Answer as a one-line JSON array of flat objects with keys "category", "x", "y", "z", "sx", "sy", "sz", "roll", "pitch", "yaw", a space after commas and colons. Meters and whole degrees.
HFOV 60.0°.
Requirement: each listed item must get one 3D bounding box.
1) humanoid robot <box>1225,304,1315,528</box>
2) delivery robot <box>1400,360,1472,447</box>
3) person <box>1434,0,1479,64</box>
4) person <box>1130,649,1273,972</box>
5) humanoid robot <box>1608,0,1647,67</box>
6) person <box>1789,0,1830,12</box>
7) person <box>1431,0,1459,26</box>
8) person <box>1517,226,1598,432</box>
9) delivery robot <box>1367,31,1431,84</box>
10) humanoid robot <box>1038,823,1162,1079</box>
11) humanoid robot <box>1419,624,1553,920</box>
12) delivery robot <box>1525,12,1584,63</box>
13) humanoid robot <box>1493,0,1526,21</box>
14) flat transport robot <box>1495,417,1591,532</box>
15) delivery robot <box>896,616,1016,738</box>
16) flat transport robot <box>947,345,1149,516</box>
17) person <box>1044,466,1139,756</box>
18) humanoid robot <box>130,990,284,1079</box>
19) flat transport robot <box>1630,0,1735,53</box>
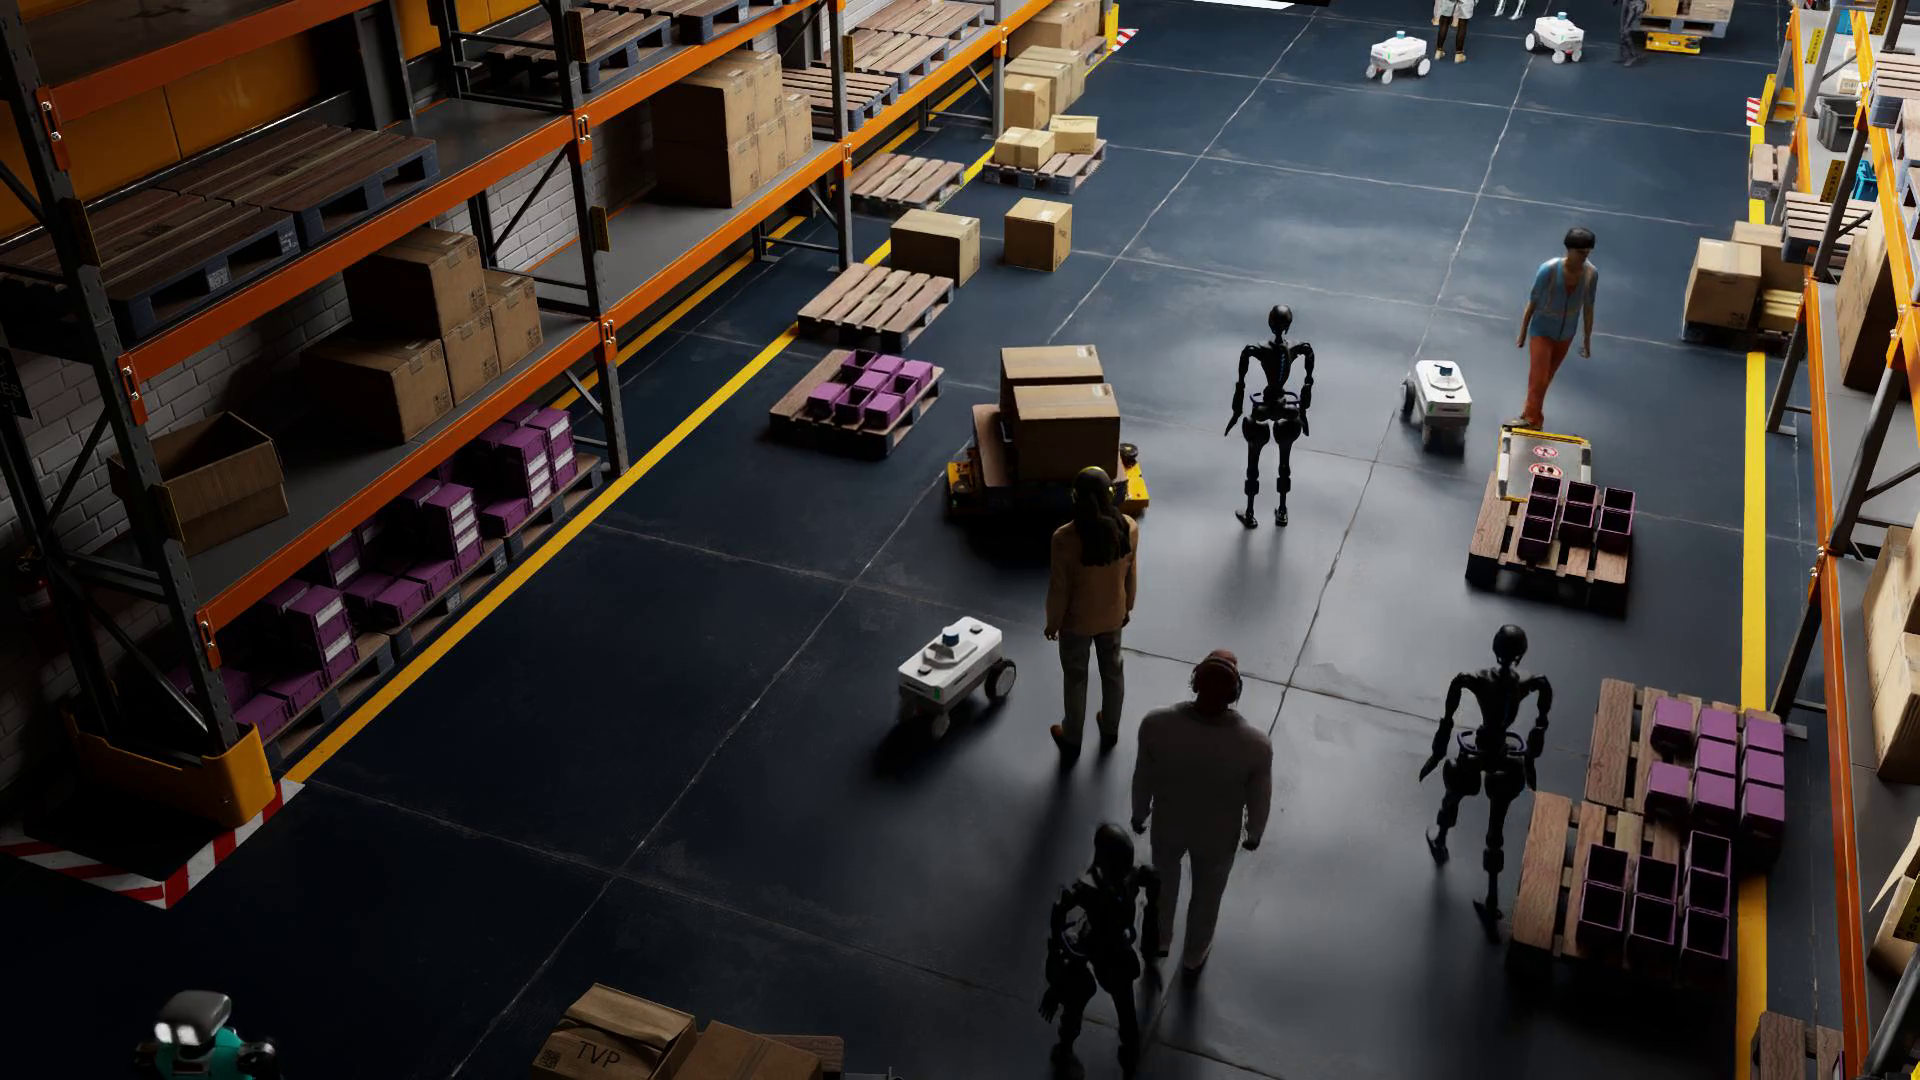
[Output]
[{"category": "humanoid robot", "x": 2.168, "y": -0.869, "z": 11.626, "sx": 0.599, "sy": 1.657, "sz": 0.315, "roll": -2, "pitch": 33, "yaw": -4}, {"category": "delivery robot", "x": 3.775, "y": -1.114, "z": 13.070, "sx": 0.499, "sy": 0.614, "sz": 0.815, "roll": 2, "pitch": 33, "yaw": 3}, {"category": "person", "x": 6.288, "y": -6.862, "z": 20.900, "sx": 0.533, "sy": 1.691, "sz": 0.319, "roll": 21, "pitch": 38, "yaw": 29}, {"category": "person", "x": 1.163, "y": 1.324, "z": 8.047, "sx": 0.665, "sy": 1.892, "sz": 0.431, "roll": 9, "pitch": 34, "yaw": 14}, {"category": "humanoid robot", "x": 8.407, "y": -6.784, "z": 20.784, "sx": 0.320, "sy": 1.649, "sz": 0.603, "roll": -7, "pitch": 34, "yaw": -11}, {"category": "person", "x": 11.899, "y": -8.147, "z": 22.802, "sx": 0.507, "sy": 1.798, "sz": 0.986, "roll": 0, "pitch": 33, "yaw": -1}, {"category": "person", "x": 6.626, "y": -7.800, "z": 22.279, "sx": 0.468, "sy": 1.772, "sz": 0.321, "roll": 10, "pitch": 34, "yaw": 14}, {"category": "person", "x": 4.542, "y": -1.510, "z": 12.567, "sx": 0.500, "sy": 1.736, "sz": 0.762, "roll": -3, "pitch": 33, "yaw": -4}, {"category": "delivery robot", "x": 5.438, "y": -5.997, "z": 20.616, "sx": 0.801, "sy": 0.602, "sz": 0.499, "roll": -20, "pitch": 38, "yaw": -28}, {"category": "humanoid robot", "x": 0.632, "y": 1.909, "z": 7.355, "sx": 0.585, "sy": 1.632, "sz": 0.677, "roll": -14, "pitch": 35, "yaw": -21}, {"category": "humanoid robot", "x": 2.708, "y": 1.154, "z": 8.555, "sx": 0.596, "sy": 1.636, "sz": 0.774, "roll": 1, "pitch": 33, "yaw": 1}, {"category": "delivery robot", "x": 7.656, "y": -6.457, "z": 21.339, "sx": 0.504, "sy": 0.614, "sz": 0.785, "roll": -7, "pitch": 34, "yaw": -11}, {"category": "humanoid robot", "x": 7.584, "y": -7.962, "z": 22.504, "sx": 0.697, "sy": 1.737, "sz": 0.546, "roll": -27, "pitch": 41, "yaw": -35}, {"category": "flat transport robot", "x": 4.304, "y": -0.455, "z": 12.295, "sx": 0.659, "sy": 0.231, "sz": 1.431, "roll": 10, "pitch": 34, "yaw": 15}, {"category": "delivery robot", "x": -0.054, "y": 0.786, "z": 10.101, "sx": 0.499, "sy": 0.583, "sz": 0.774, "roll": 22, "pitch": 39, "yaw": 30}, {"category": "flat transport robot", "x": 0.638, "y": -0.448, "z": 12.285, "sx": 1.431, "sy": 0.231, "sz": 0.659, "roll": -2, "pitch": 33, "yaw": -3}, {"category": "person", "x": 0.745, "y": 0.424, "z": 9.458, "sx": 0.554, "sy": 1.875, "sz": 0.398, "roll": -12, "pitch": 35, "yaw": -17}, {"category": "humanoid robot", "x": -2.755, "y": 2.341, "z": 6.713, "sx": 0.551, "sy": 1.890, "sz": 0.767, "roll": 1, "pitch": 33, "yaw": 1}, {"category": "flat transport robot", "x": 9.424, "y": -6.741, "z": 22.025, "sx": 0.659, "sy": 0.231, "sz": 1.431, "roll": 10, "pitch": 34, "yaw": 15}]
